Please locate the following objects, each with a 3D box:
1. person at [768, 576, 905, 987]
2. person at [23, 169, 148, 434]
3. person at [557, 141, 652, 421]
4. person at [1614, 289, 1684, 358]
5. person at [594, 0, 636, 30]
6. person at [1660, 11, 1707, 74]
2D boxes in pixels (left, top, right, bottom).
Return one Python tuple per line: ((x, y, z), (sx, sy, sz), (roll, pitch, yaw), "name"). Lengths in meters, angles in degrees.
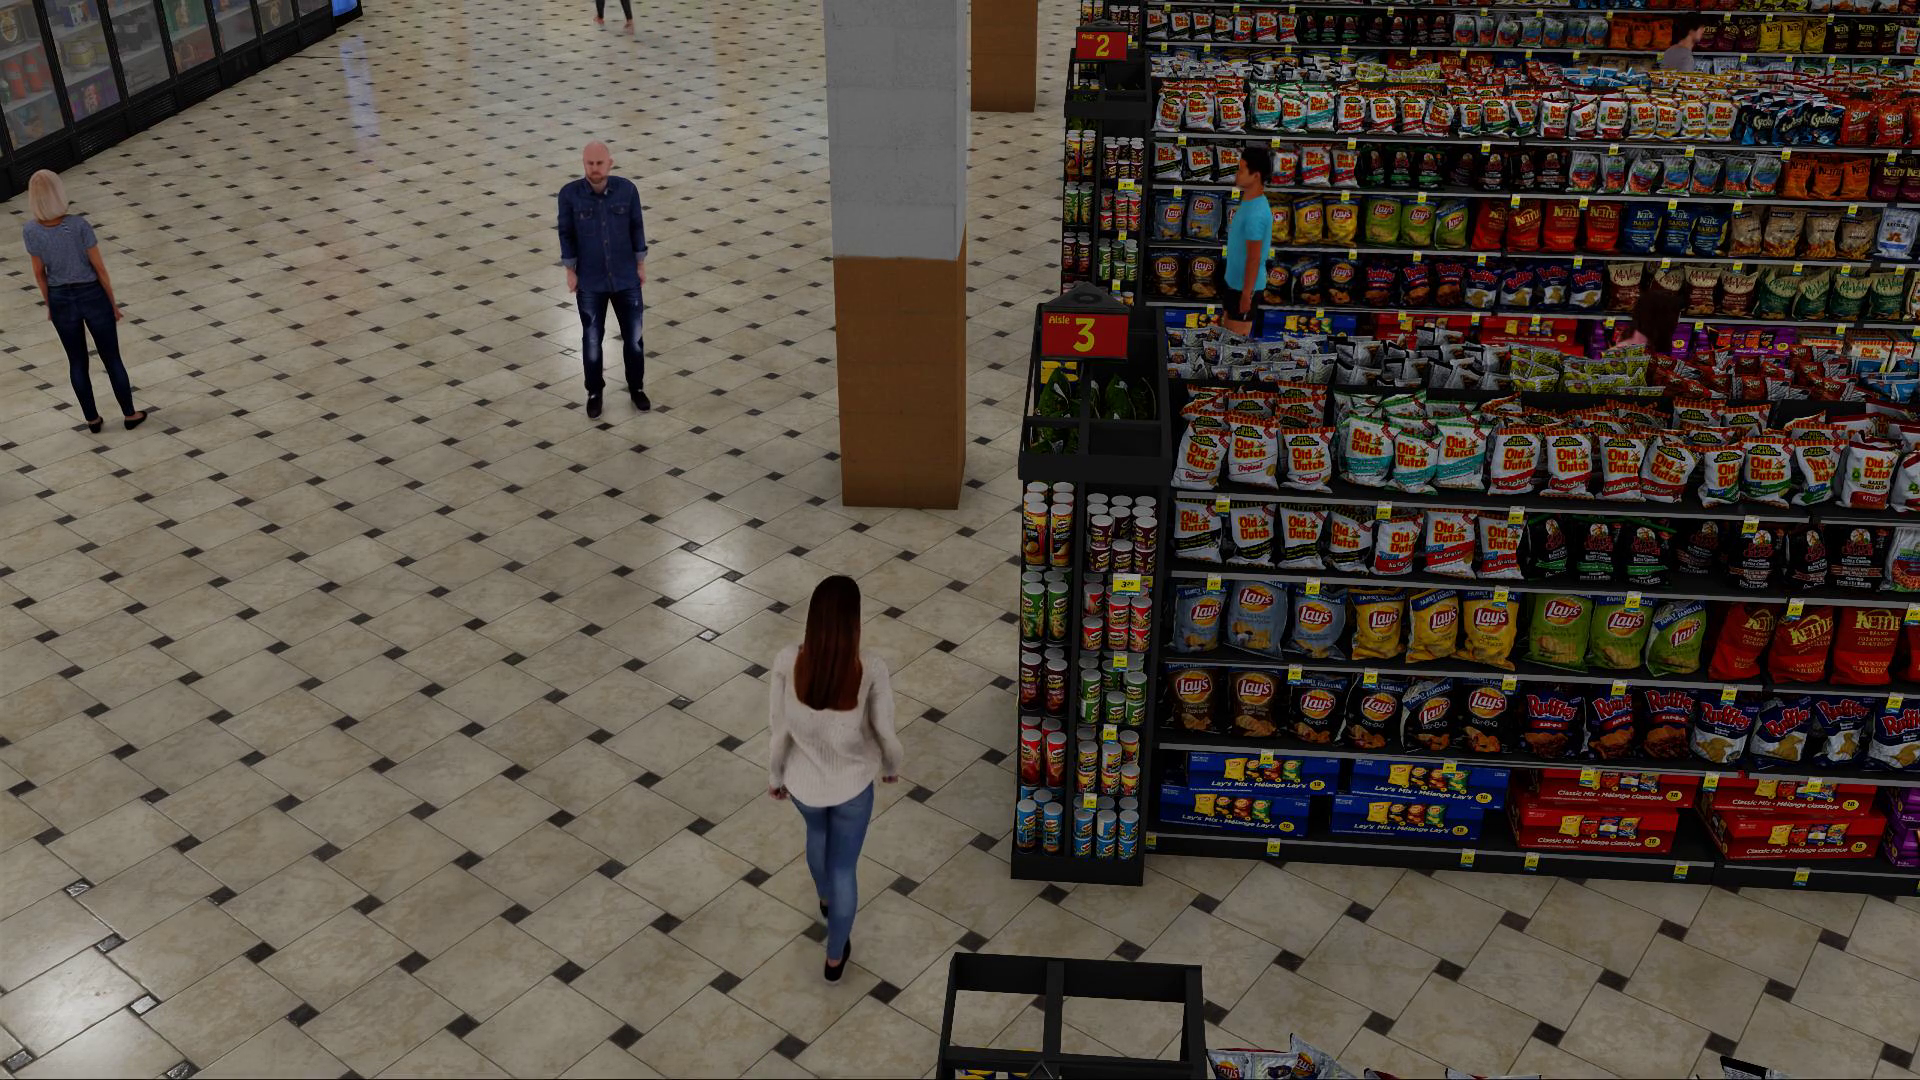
((-0.479, 0.944, 6.128), (0.731, 1.675, 0.721), (3, 29, 6), "person")
((-5.595, -1.506, 10.566), (0.550, 1.722, 0.699), (-6, 29, -11), "person")
((-2.284, -1.687, 10.792), (0.684, 1.824, 0.860), (-9, 30, -16), "person")
((3.311, -0.430, 8.533), (1.018, 1.782, 0.759), (-3, 29, -6), "person")
((-4.474, -7.455, 21.456), (1.141, 1.728, 1.120), (-17, 33, -29), "person")
((5.985, -3.561, 14.226), (0.960, 1.822, 0.687), (3, 29, 6), "person")
